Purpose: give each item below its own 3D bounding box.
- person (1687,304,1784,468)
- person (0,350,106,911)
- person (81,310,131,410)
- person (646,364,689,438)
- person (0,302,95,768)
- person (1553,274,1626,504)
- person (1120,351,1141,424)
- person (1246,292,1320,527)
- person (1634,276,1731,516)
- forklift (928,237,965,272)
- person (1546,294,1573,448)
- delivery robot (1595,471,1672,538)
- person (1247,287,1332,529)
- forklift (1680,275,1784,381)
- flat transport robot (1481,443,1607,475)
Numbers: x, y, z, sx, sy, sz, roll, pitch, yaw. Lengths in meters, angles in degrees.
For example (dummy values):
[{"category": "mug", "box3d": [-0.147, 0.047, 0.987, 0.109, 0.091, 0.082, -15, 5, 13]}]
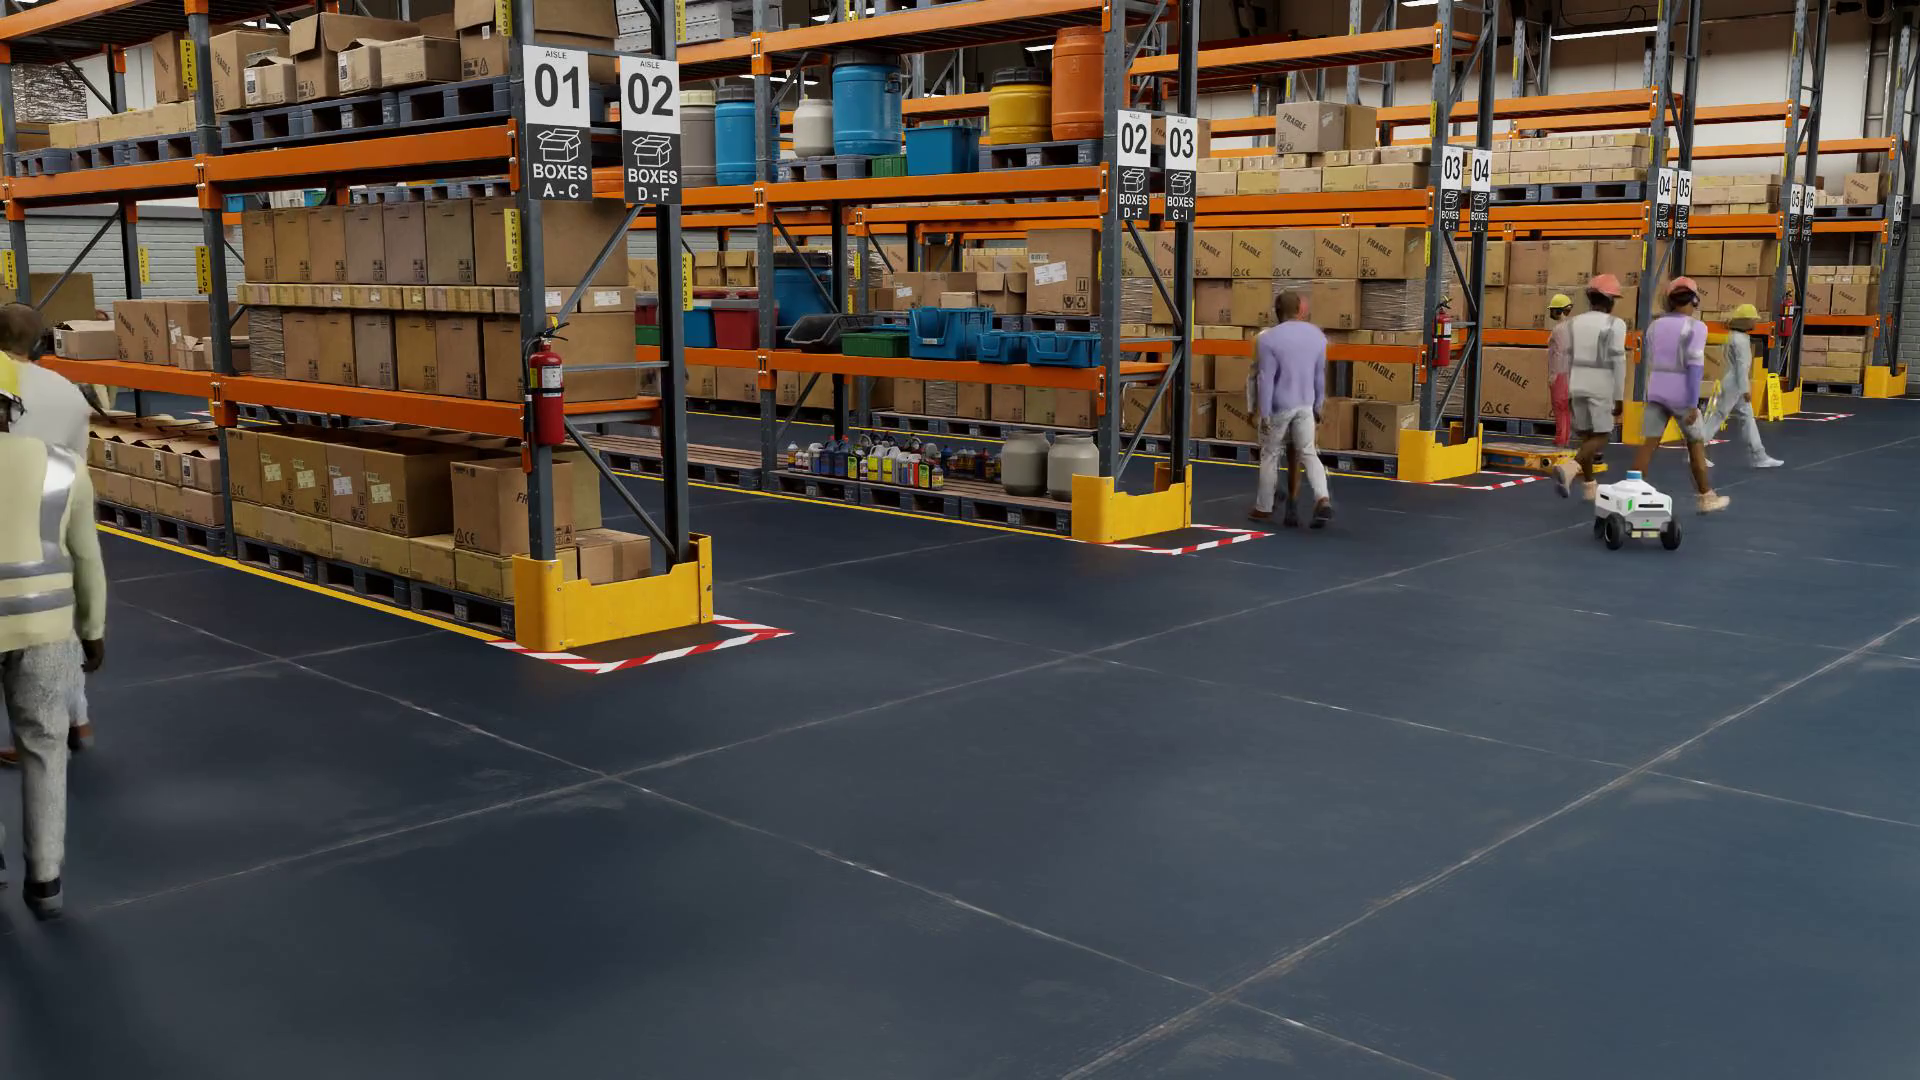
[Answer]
[{"category": "person", "box3d": [8.036, -1.590, 17.191, 0.923, 1.690, 0.496, 4, 10, 25]}, {"category": "person", "box3d": [-3.073, 0.278, 5.337, 0.620, 1.818, 0.480, -7, 12, -36]}, {"category": "person", "box3d": [-9.775, -1.832, 18.973, 0.832, 1.597, 0.510, 7, 12, 38]}, {"category": "person", "box3d": [-3.498, -1.995, 19.893, 0.361, 1.628, 0.530, 8, 12, 41]}, {"category": "person", "box3d": [-3.869, -0.006, 6.897, 0.344, 1.914, 0.664, 3, 10, 16]}, {"category": "person", "box3d": [5.453, -1.300, 14.471, 0.748, 2.017, 0.614, -6, 11, -31]}, {"category": "person", "box3d": [2.262, -2.359, 22.086, 0.289, 1.633, 0.501, 8, 12, 40]}, {"category": "person", "box3d": [2.667, -1.099, 13.611, 0.572, 1.894, 0.866, 4, 10, 21]}, {"category": "person", "box3d": [5.974, -1.176, 13.781, 1.006, 1.975, 0.616, -4, 10, -25]}, {"category": "forklift", "box3d": [-0.326, -5.817, 39.609, 1.129, 2.768, 1.873, 9, 13, 43]}, {"category": "person", "box3d": [6.717, -1.871, 18.697, 0.324, 1.767, 0.533, 6, 11, 33]}, {"category": "delivery robot", "box3d": [5.039, -0.276, 12.459, 0.477, 0.478, 0.707, 0, 9, 1]}, {"category": "person", "box3d": [2.658, -1.045, 13.206, 0.640, 1.912, 0.922, -3, 10, -20]}, {"category": "forklift", "box3d": [12.480, -3.427, 27.053, 1.214, 2.155, 2.313, 9, 13, 43]}, {"category": "flat transport robot", "box3d": [5.854, -0.850, 17.133, 0.652, 0.197, 1.431, -6, 11, -32]}]
